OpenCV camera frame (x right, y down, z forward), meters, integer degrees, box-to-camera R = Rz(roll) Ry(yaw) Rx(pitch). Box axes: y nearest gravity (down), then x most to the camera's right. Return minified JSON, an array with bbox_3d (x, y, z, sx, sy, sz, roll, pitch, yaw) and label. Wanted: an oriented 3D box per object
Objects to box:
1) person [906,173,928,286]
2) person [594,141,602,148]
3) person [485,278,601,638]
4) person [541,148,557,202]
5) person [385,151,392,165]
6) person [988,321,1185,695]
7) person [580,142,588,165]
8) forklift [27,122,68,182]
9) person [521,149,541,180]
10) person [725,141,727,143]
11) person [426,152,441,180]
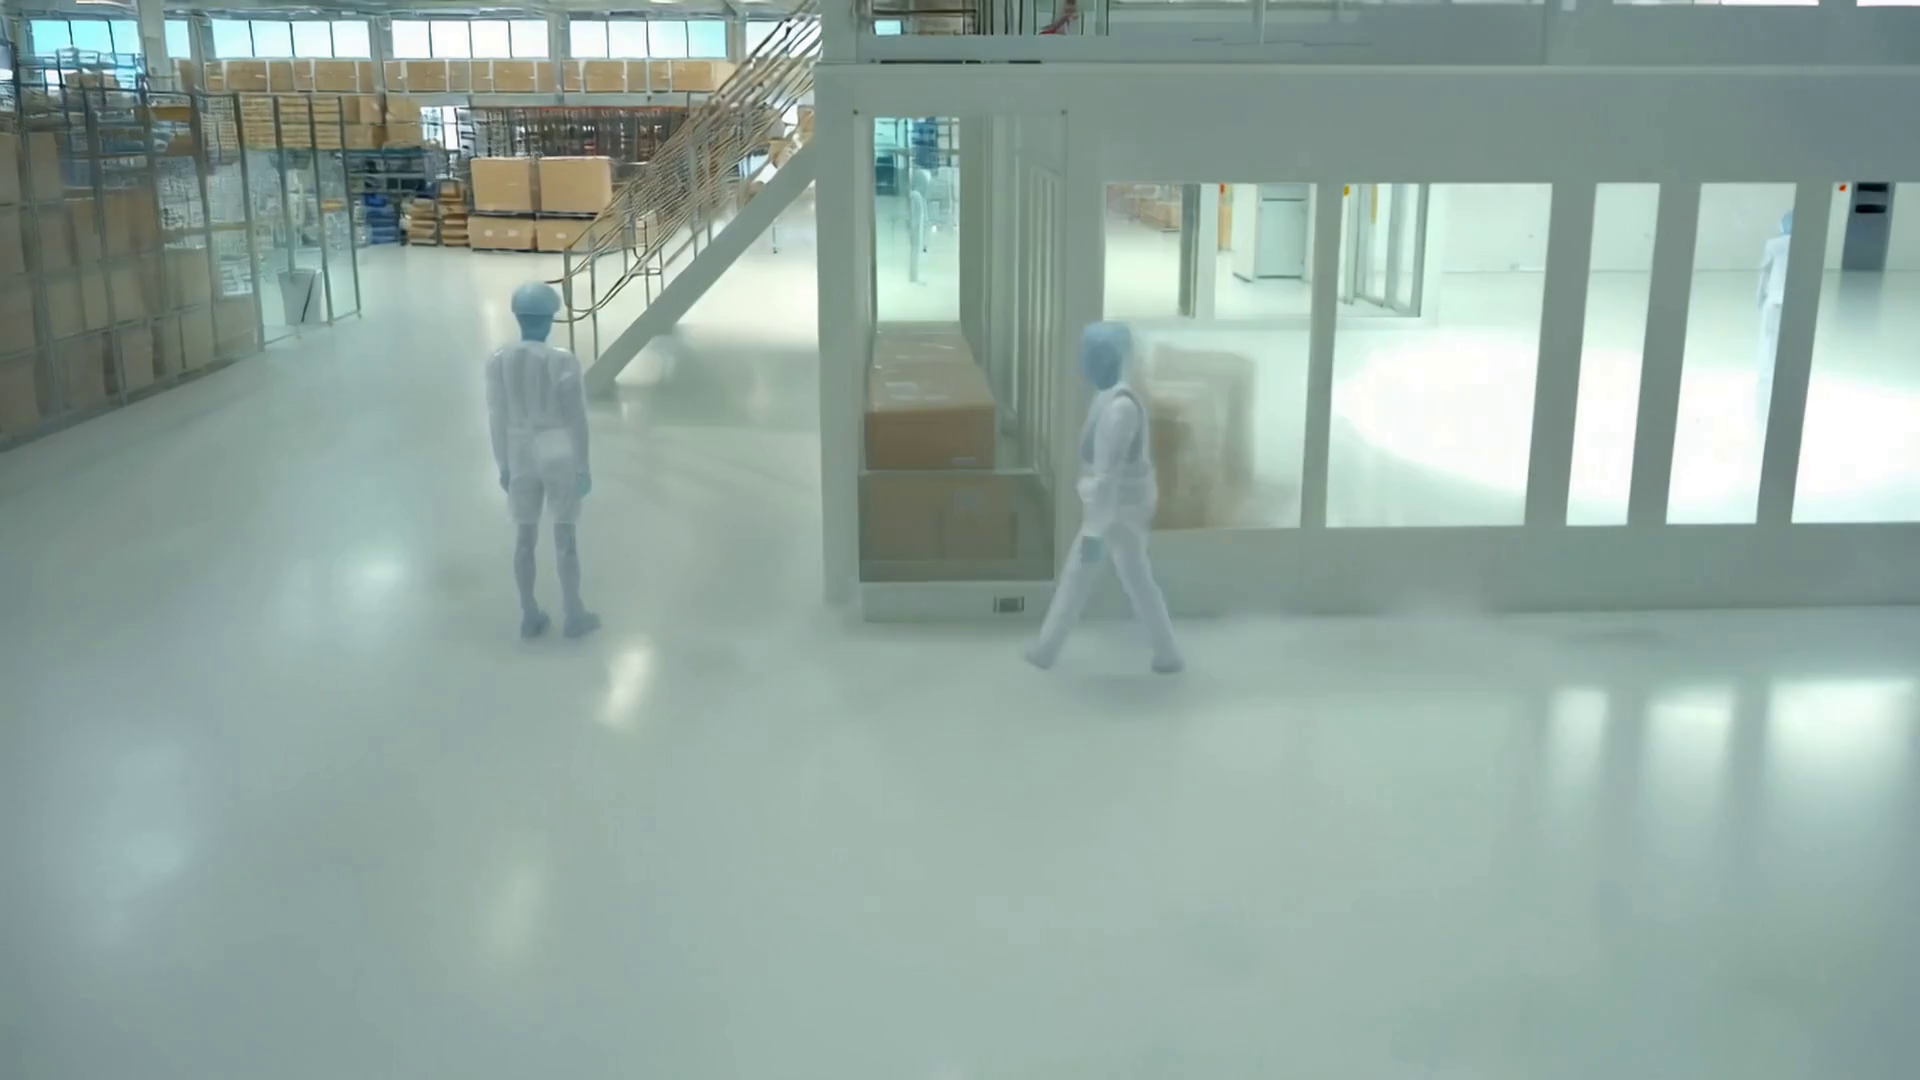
[{"bbox_3d":[-0.746,-5.328,28.578,0.377,1.917,0.599,0,14,-1],"label":"person"},{"bbox_3d":[-18.050,-19.078,83.387,0.386,1.992,0.609,10,17,34],"label":"person"},{"bbox_3d":[-2.241,-0.427,8.949,0.543,1.940,0.361,2,14,9],"label":"person"},{"bbox_3d":[-13.137,-11.533,53.216,0.995,2.007,0.618,6,15,22],"label":"person"},{"bbox_3d":[-25.225,-16.497,73.579,0.550,1.750,0.536,1,14,4],"label":"person"},{"bbox_3d":[0.664,-0.125,7.957,0.972,1.828,0.603,-1,14,-5],"label":"person"},{"bbox_3d":[-19.153,-19.377,84.937,0.458,1.812,0.620,-1,14,-4],"label":"person"},{"bbox_3d":[-35.376,-14.773,64.377,1.129,2.768,1.873,-1,14,-2],"label":"forklift"},{"bbox_3d":[-14.793,-12.541,57.454,0.683,1.891,0.431,2,14,8],"label":"person"},{"bbox_3d":[-13.119,-21.567,93.662,0.454,1.827,0.590,0,14,0],"label":"person"},{"bbox_3d":[-18.187,-12.482,57.444,0.927,1.792,0.611,8,16,30],"label":"person"}]
